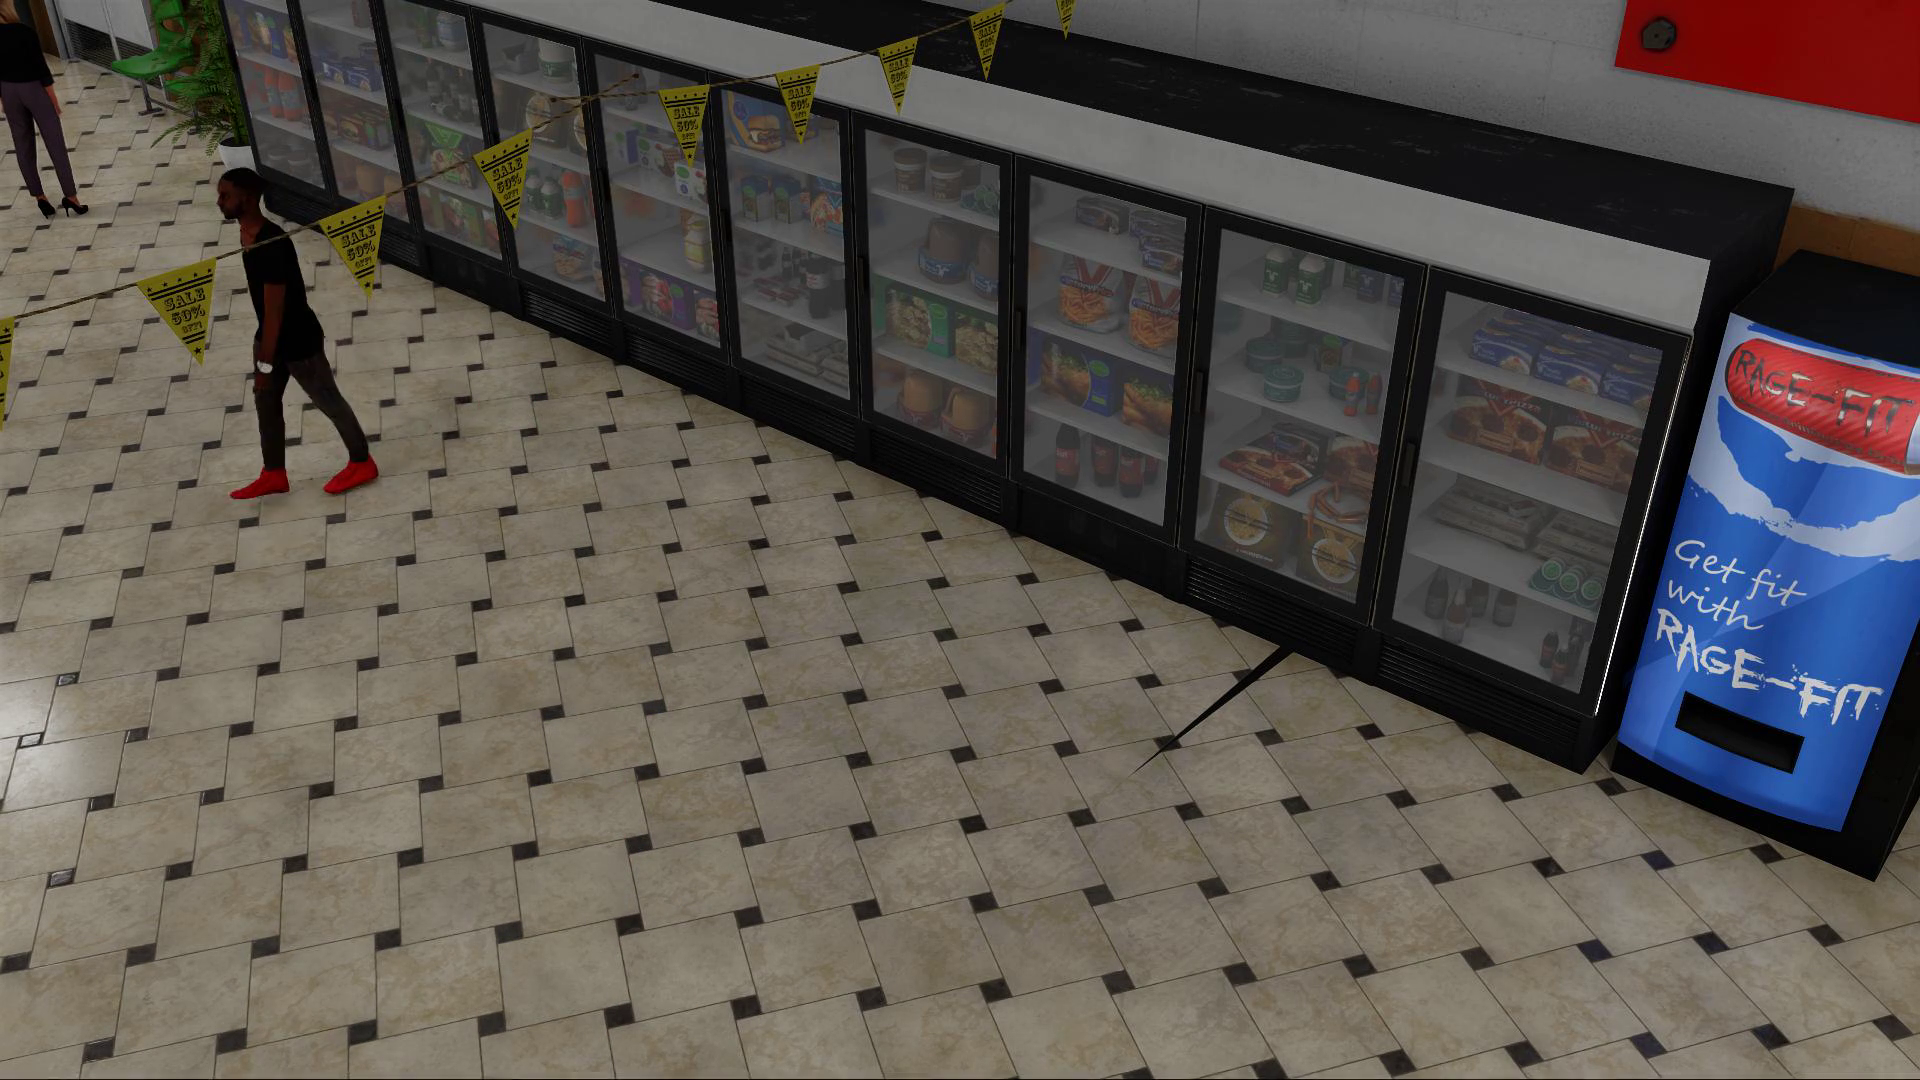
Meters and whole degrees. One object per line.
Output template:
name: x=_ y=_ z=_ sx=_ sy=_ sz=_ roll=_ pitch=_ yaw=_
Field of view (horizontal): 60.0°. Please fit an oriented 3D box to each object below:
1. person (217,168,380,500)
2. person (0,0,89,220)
person: x=-3.327 y=-1.047 z=8.519 sx=0.995 sy=1.775 sz=0.757 roll=-27 pitch=41 yaw=-36
person: x=-6.719 y=-3.139 z=11.980 sx=0.675 sy=1.672 sz=0.718 roll=0 pitch=32 yaw=0
